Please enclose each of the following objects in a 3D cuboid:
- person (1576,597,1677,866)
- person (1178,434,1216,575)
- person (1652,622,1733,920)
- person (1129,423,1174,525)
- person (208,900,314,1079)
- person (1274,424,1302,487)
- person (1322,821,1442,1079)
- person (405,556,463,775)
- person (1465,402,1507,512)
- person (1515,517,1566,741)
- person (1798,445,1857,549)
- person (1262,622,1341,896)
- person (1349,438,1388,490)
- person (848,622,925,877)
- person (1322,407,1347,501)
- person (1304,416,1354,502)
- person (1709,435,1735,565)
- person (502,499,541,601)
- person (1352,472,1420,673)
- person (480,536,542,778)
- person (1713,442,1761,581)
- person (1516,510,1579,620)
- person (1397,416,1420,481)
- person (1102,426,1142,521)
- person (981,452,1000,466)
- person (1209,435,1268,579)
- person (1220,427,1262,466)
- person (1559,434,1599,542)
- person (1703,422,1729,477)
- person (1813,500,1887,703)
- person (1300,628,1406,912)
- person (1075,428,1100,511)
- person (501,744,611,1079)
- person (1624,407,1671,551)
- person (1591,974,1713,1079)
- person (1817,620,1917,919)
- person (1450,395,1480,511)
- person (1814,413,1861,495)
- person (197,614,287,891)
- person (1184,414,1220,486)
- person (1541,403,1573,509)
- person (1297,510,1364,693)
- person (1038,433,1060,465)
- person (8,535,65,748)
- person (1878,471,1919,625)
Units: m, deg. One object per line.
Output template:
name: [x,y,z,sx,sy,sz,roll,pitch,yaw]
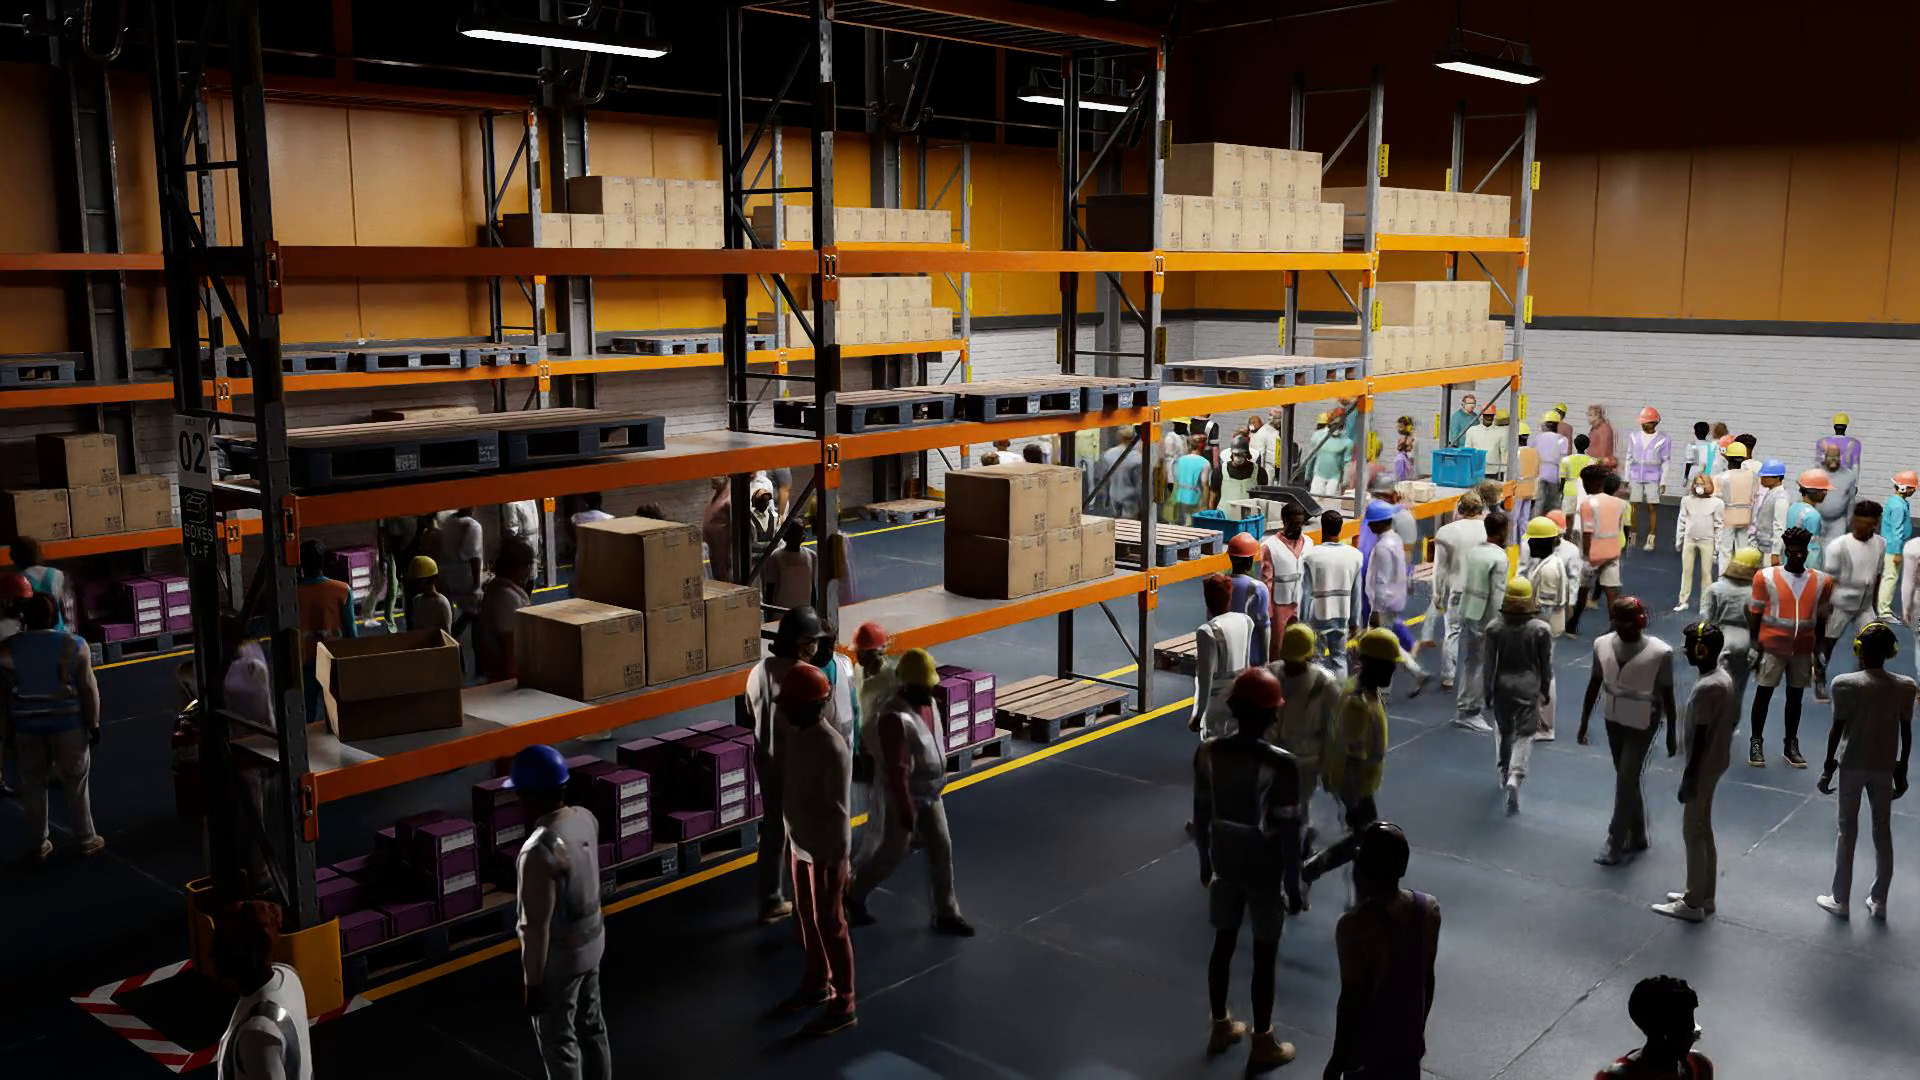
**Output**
person: [4.455,1.286,11.266,0.840,1.807,0.609,-6,11,-33]
person: [3.076,-0.467,21.680,0.453,1.841,0.582,-7,12,-34]
person: [4.584,1.428,10.333,0.349,1.856,0.526,7,12,35]
person: [2.690,-0.876,23.928,0.750,1.910,0.594,2,10,14]
person: [-2.434,2.163,5.840,0.347,1.882,0.584,-3,10,-17]
person: [4.853,-0.894,24.669,0.533,1.690,0.322,-8,12,-39]
person: [1.697,2.032,6.734,0.505,1.847,0.348,-5,11,-26]
person: [-4.207,0.987,13.244,0.518,1.756,0.345,9,13,43]
person: [7.768,-1.042,24.634,0.612,1.997,0.375,3,10,15]
person: [4.939,0.753,14.164,0.398,1.918,0.585,3,10,18]
person: [10.587,-0.249,20.347,0.655,1.853,1.019,3,10,16]
person: [2.190,1.384,10.775,0.603,1.798,0.621,8,12,40]
person: [5.444,-0.487,22.083,0.637,1.742,0.530,-7,12,-38]
person: [-0.512,1.365,11.163,0.883,1.699,0.571,-7,12,-35]
person: [5.645,-1.108,25.426,0.571,1.863,0.621,-2,10,-14]
person: [5.252,-0.841,23.774,0.699,1.887,0.544,4,10,22]
person: [10.273,-0.546,22.403,0.342,1.749,0.573,6,11,32]
person: [-4.656,0.125,17.846,0.357,1.936,0.551,2,10,11]
person: [4.163,0.319,16.379,0.618,2.000,0.696,-5,11,-26]
person: [-3.315,0.954,12.587,0.586,2.000,0.707,-4,10,-20]
person: [9.224,-0.208,19.862,0.584,1.928,0.373,-1,10,-7]
person: [5.592,0.566,15.842,0.570,1.717,0.651,2,10,9]
person: [6.486,-0.886,24.247,0.440,1.851,0.522,0,10,2]
person: [2.184,-0.529,21.774,0.655,1.921,0.449,8,12,39]
person: [0.344,-0.126,19.617,0.331,1.844,0.520,2,10,11]
person: [3.293,-0.231,19.661,0.687,2.000,0.535,1,10,7]
person: [3.791,-0.603,22.487,0.563,1.837,0.389,3,10,16]
person: [8.555,-0.618,22.990,0.540,1.700,0.316,5,11,27]
person: [10.612,-0.746,23.383,0.512,1.824,0.560,-3,10,-19]
person: [8.154,0.589,15.139,0.638,1.927,0.712,-2,10,-11]
person: [2.344,1.450,10.032,0.617,1.900,0.598,3,10,15]
person: [2.028,-1.350,27.190,0.527,1.762,0.339,3,10,16]
person: [-1.817,1.860,7.497,0.421,1.939,0.612,2,10,11]
person: [9.657,-0.859,23.434,0.605,2.035,0.392,9,13,44]
person: [2.337,2.284,5.670,0.532,1.697,0.322,-5,11,-25]
person: [5.606,1.421,10.309,0.514,1.873,0.329,1,10,8]
person: [8.288,-1.429,27.226,0.651,1.904,0.403,-7,12,-35]
person: [12.513,-0.852,23.757,0.588,1.920,0.396,8,12,39]
person: [-4.611,1.371,10.582,0.386,1.896,0.695,0,10,0]
person: [3.710,-1.189,25.439,0.612,2.029,0.407,8,12,39]
person: [9.826,-1.386,27.420,0.535,1.755,0.342,8,12,38]
person: [3.240,0.688,14.588,0.598,1.908,0.402,-3,10,-16]
person: [1.471,-1.402,27.353,0.430,1.822,0.576,-3,10,-17]
person: [-7.710,0.856,13.857,0.716,1.816,0.531,7,12,35]
person: [10.547,0.081,18.707,0.355,1.739,0.573,5,11,26]
